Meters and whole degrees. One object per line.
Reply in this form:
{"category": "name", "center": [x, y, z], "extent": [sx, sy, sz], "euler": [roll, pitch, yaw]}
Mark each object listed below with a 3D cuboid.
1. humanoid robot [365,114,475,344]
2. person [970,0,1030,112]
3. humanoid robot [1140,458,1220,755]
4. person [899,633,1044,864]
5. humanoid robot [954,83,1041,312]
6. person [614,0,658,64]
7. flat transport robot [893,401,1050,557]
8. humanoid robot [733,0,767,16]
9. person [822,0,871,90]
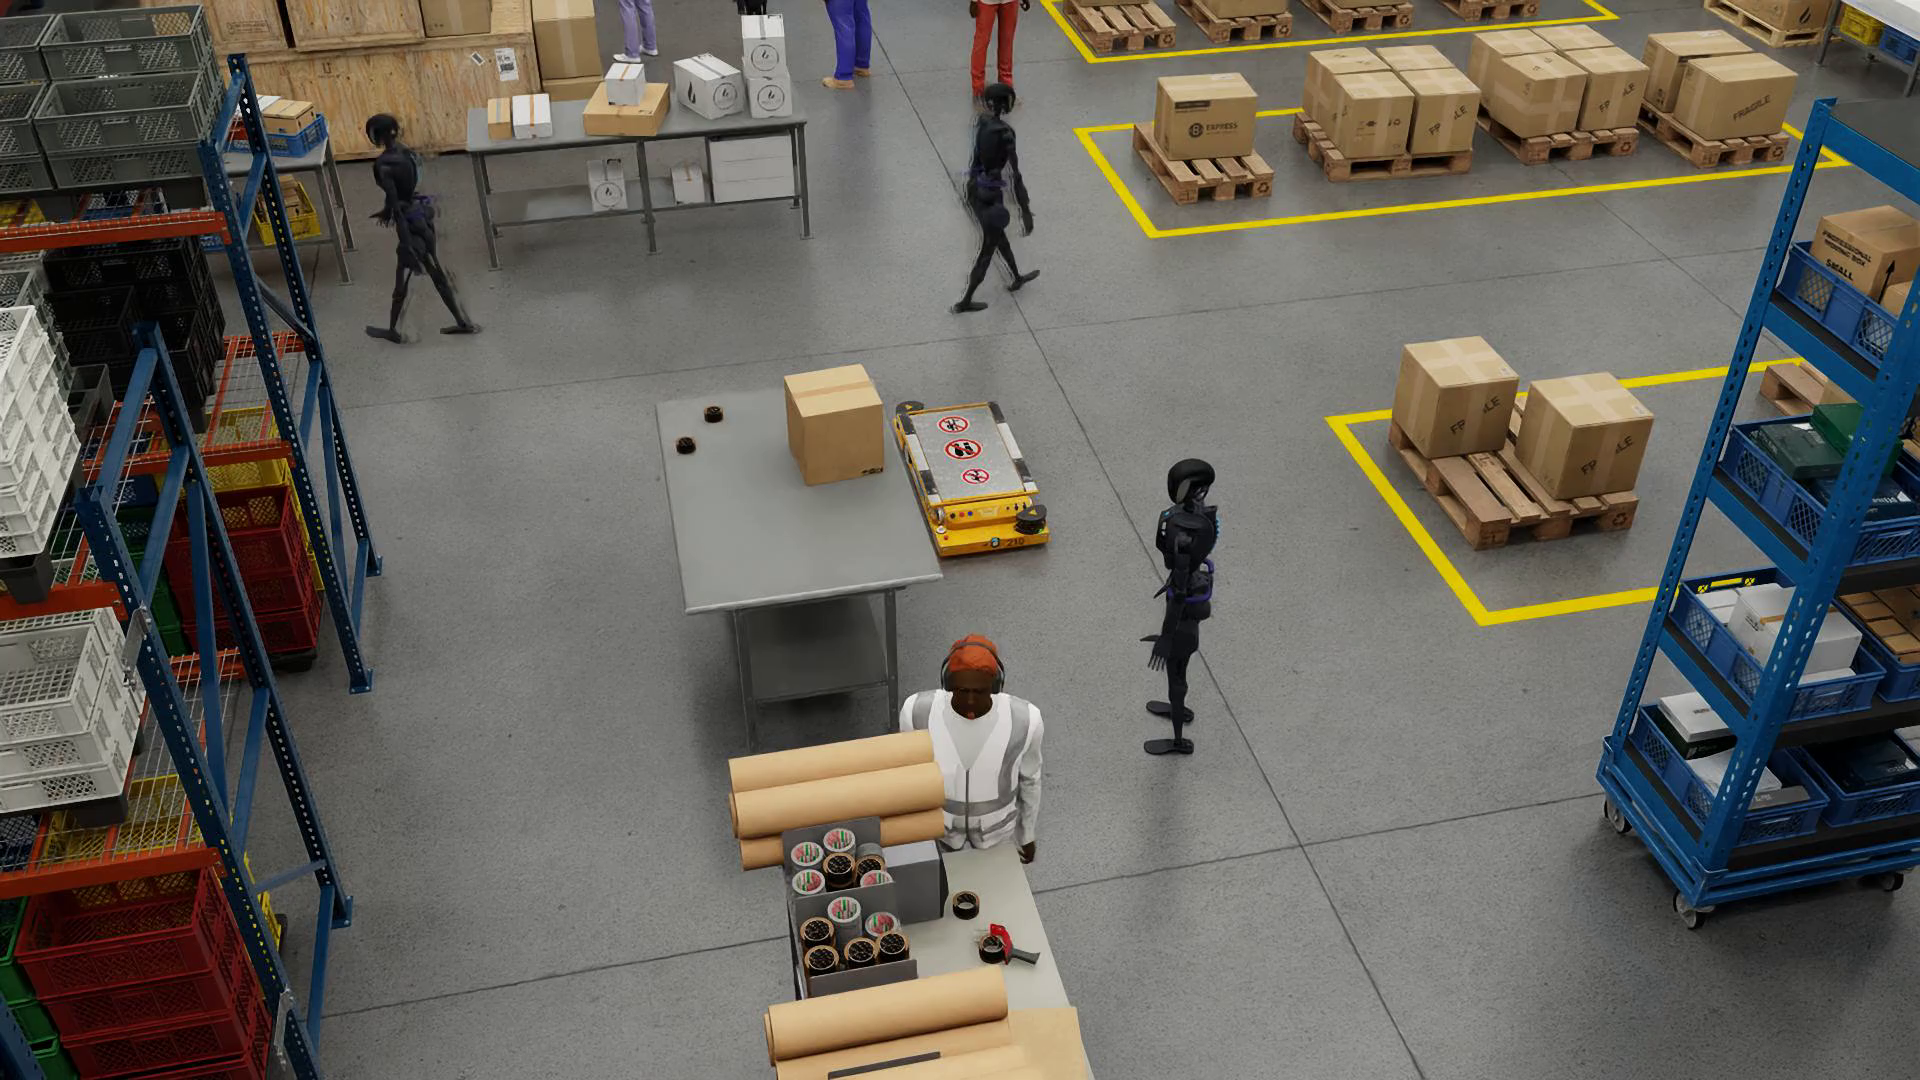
{"category": "humanoid robot", "center": [-3.757, -2.097, 11.217], "extent": [0.736, 1.624, 0.579], "euler": [0, 37, 1]}
{"category": "person", "center": [0.342, -4.760, 14.506], "extent": [0.611, 1.995, 0.387], "euler": [-15, 39, -20]}
{"category": "humanoid robot", "center": [1.040, 0.309, 7.944], "extent": [0.316, 1.660, 0.605], "euler": [6, 37, 8]}
{"category": "person", "center": [0.032, 1.143, 6.665], "extent": [0.573, 1.884, 0.353], "euler": [2, 37, 2]}
{"category": "humanoid robot", "center": [0.260, -2.399, 11.636], "extent": [0.668, 1.638, 0.604], "euler": [-12, 38, -15]}
{"category": "person", "center": [-3.119, -5.405, 15.441], "extent": [0.399, 1.919, 0.579], "euler": [17, 40, 21]}
{"category": "flat transport robot", "center": [0.046, -0.430, 10.108], "extent": [0.652, 0.197, 1.431], "euler": [-8, 37, -10]}
{"category": "humanoid robot", "center": [-1.911, -5.097, 15.222], "extent": [0.340, 1.655, 0.578], "euler": [7, 37, 9]}
{"category": "person", "center": [-1.071, -5.090, 14.912], "extent": [0.537, 2.000, 0.677], "euler": [17, 40, 22]}
